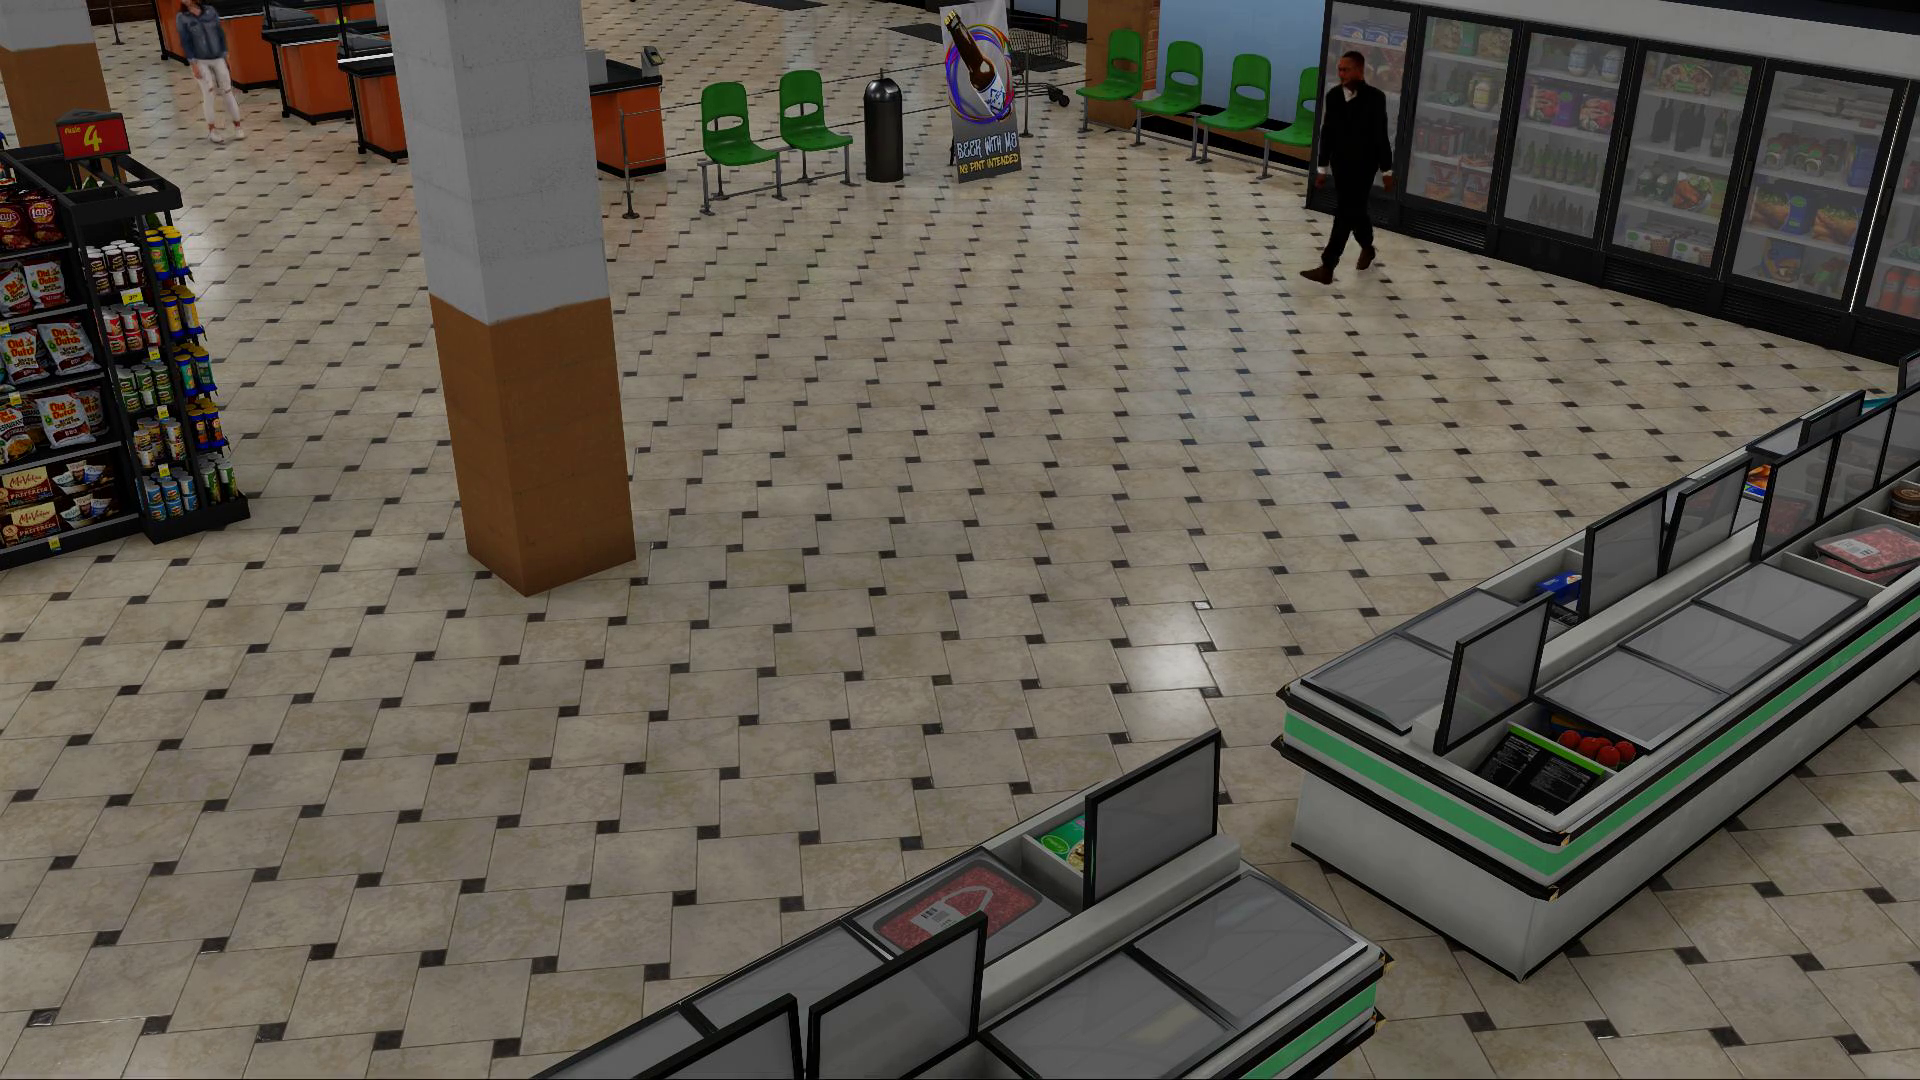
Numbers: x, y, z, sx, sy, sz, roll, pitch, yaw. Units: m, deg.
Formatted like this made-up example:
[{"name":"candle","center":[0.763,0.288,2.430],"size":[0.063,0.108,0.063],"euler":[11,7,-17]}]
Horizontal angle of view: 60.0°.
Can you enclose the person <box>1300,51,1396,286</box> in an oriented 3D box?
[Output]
[{"name":"person","center":[3.280,-3.025,13.574],"size":[0.836,1.850,1.298],"euler":[22,34,37]}]

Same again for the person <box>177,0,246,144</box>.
[{"name":"person","center":[-8.111,-5.143,17.935],"size":[0.702,1.682,0.515],"euler":[21,34,35]}]
